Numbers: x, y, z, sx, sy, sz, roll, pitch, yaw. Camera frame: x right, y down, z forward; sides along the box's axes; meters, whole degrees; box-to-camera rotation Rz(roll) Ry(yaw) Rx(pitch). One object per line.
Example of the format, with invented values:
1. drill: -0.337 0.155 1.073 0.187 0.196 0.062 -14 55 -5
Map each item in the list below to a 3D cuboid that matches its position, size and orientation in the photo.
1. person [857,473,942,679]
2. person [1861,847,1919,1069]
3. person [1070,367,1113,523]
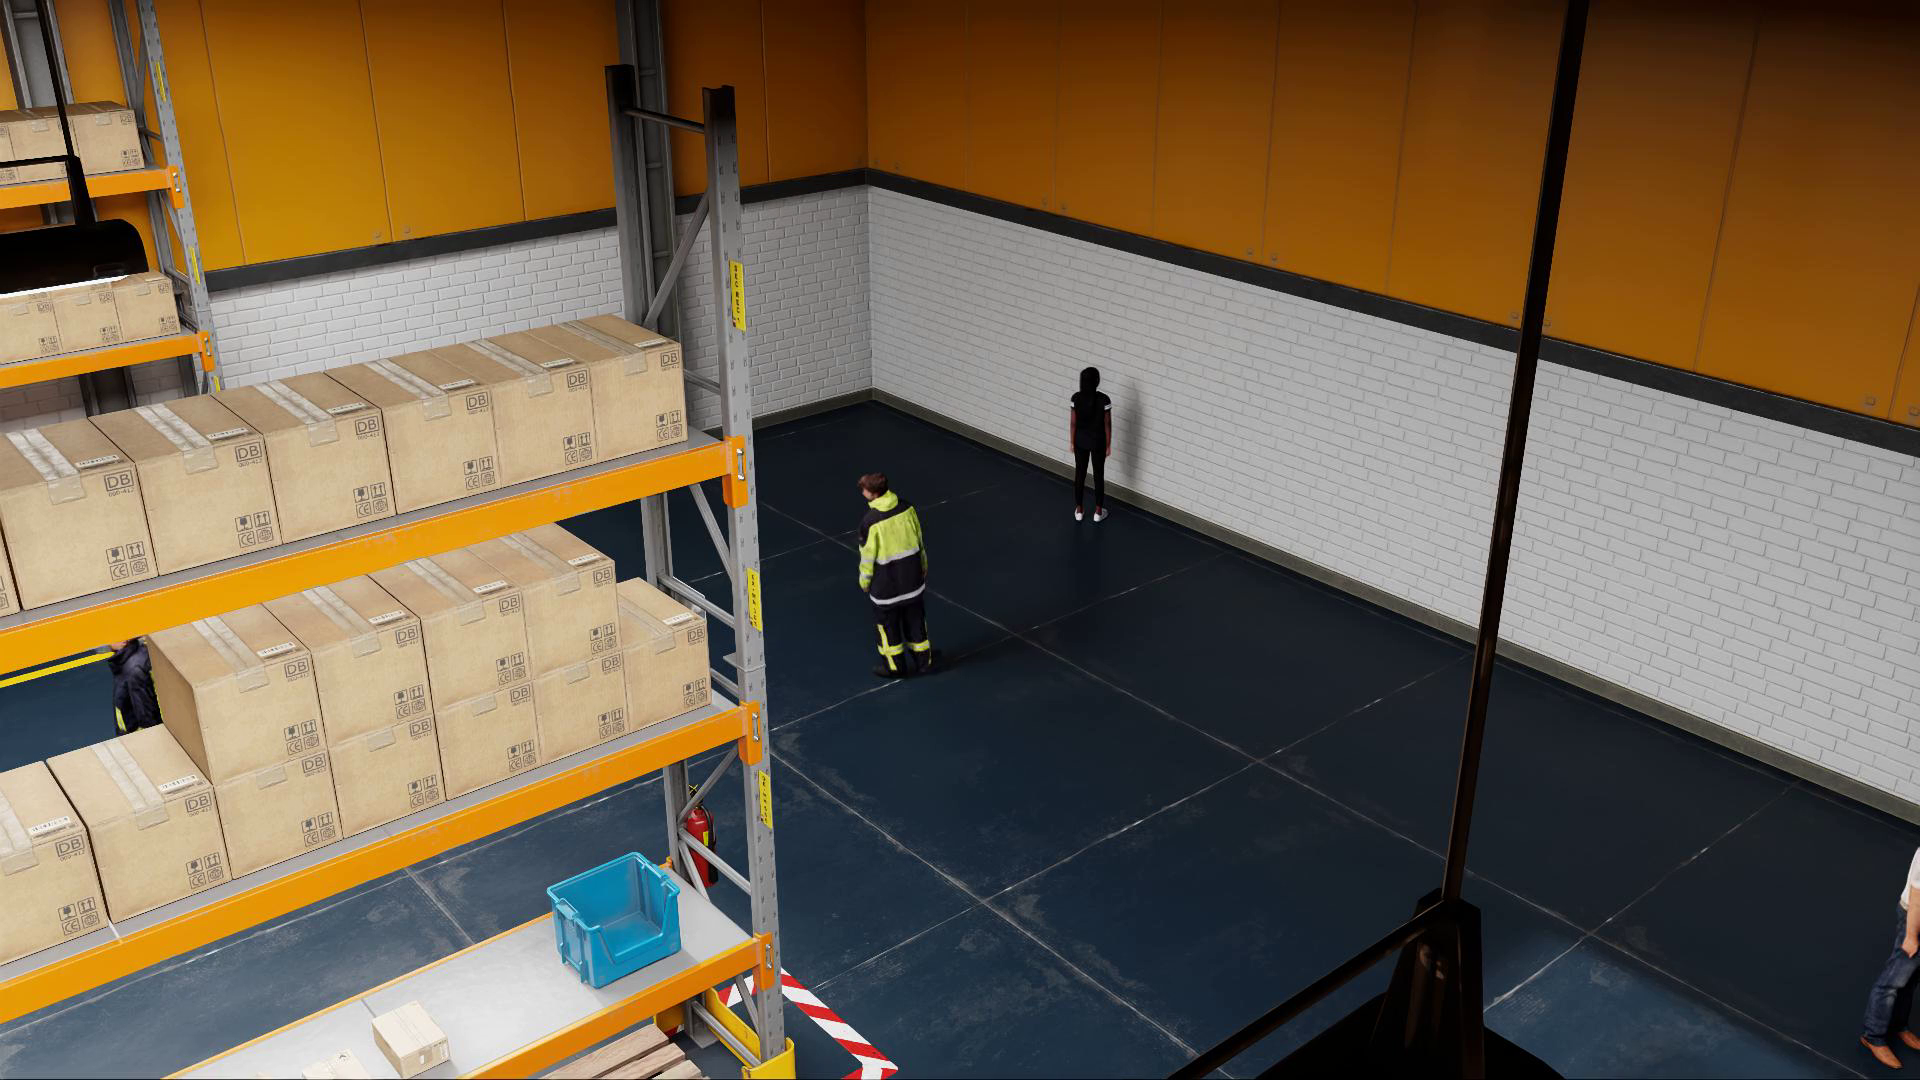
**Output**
1. person: -0.518 0.309 14.694 0.643 1.949 1.016 -11 26 -23
2. person: 5.898 2.331 10.191 0.583 1.850 0.765 -12 26 -25
3. person: 1.415 -1.046 18.060 0.711 1.736 0.744 6 24 14
